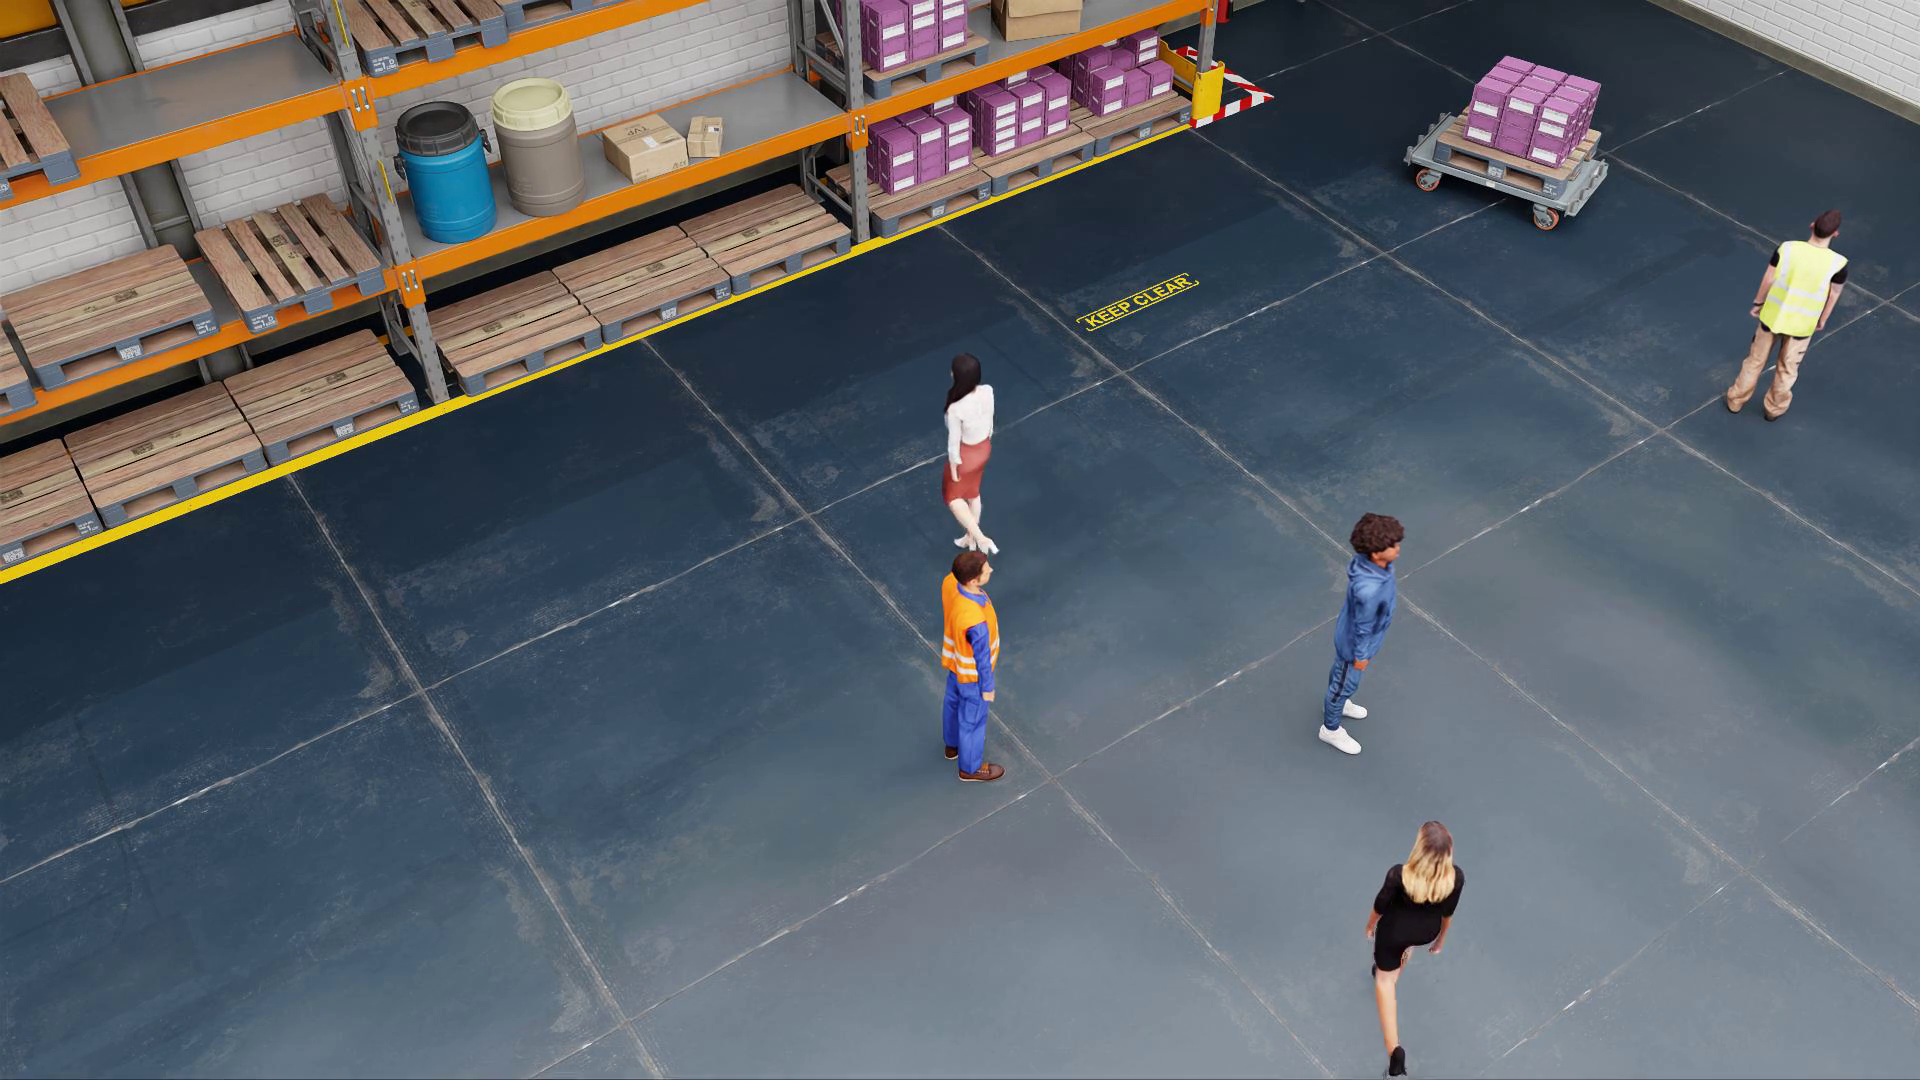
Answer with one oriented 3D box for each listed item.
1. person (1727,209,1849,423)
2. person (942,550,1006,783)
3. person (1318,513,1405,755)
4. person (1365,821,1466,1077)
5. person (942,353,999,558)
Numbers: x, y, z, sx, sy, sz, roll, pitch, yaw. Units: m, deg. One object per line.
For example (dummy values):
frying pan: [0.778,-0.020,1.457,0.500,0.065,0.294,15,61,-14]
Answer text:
person: [6.279,-1.697,12.584,0.820,1.846,0.858,23,48,22]
person: [0.058,0.743,10.009,0.680,1.864,0.745,-16,46,-16]
person: [2.464,0.552,10.246,0.829,1.814,0.737,13,45,13]
person: [2.360,2.130,8.711,1.048,1.647,0.978,-2,44,-3]
person: [0.119,-0.514,11.417,0.726,1.742,0.674,35,53,31]
